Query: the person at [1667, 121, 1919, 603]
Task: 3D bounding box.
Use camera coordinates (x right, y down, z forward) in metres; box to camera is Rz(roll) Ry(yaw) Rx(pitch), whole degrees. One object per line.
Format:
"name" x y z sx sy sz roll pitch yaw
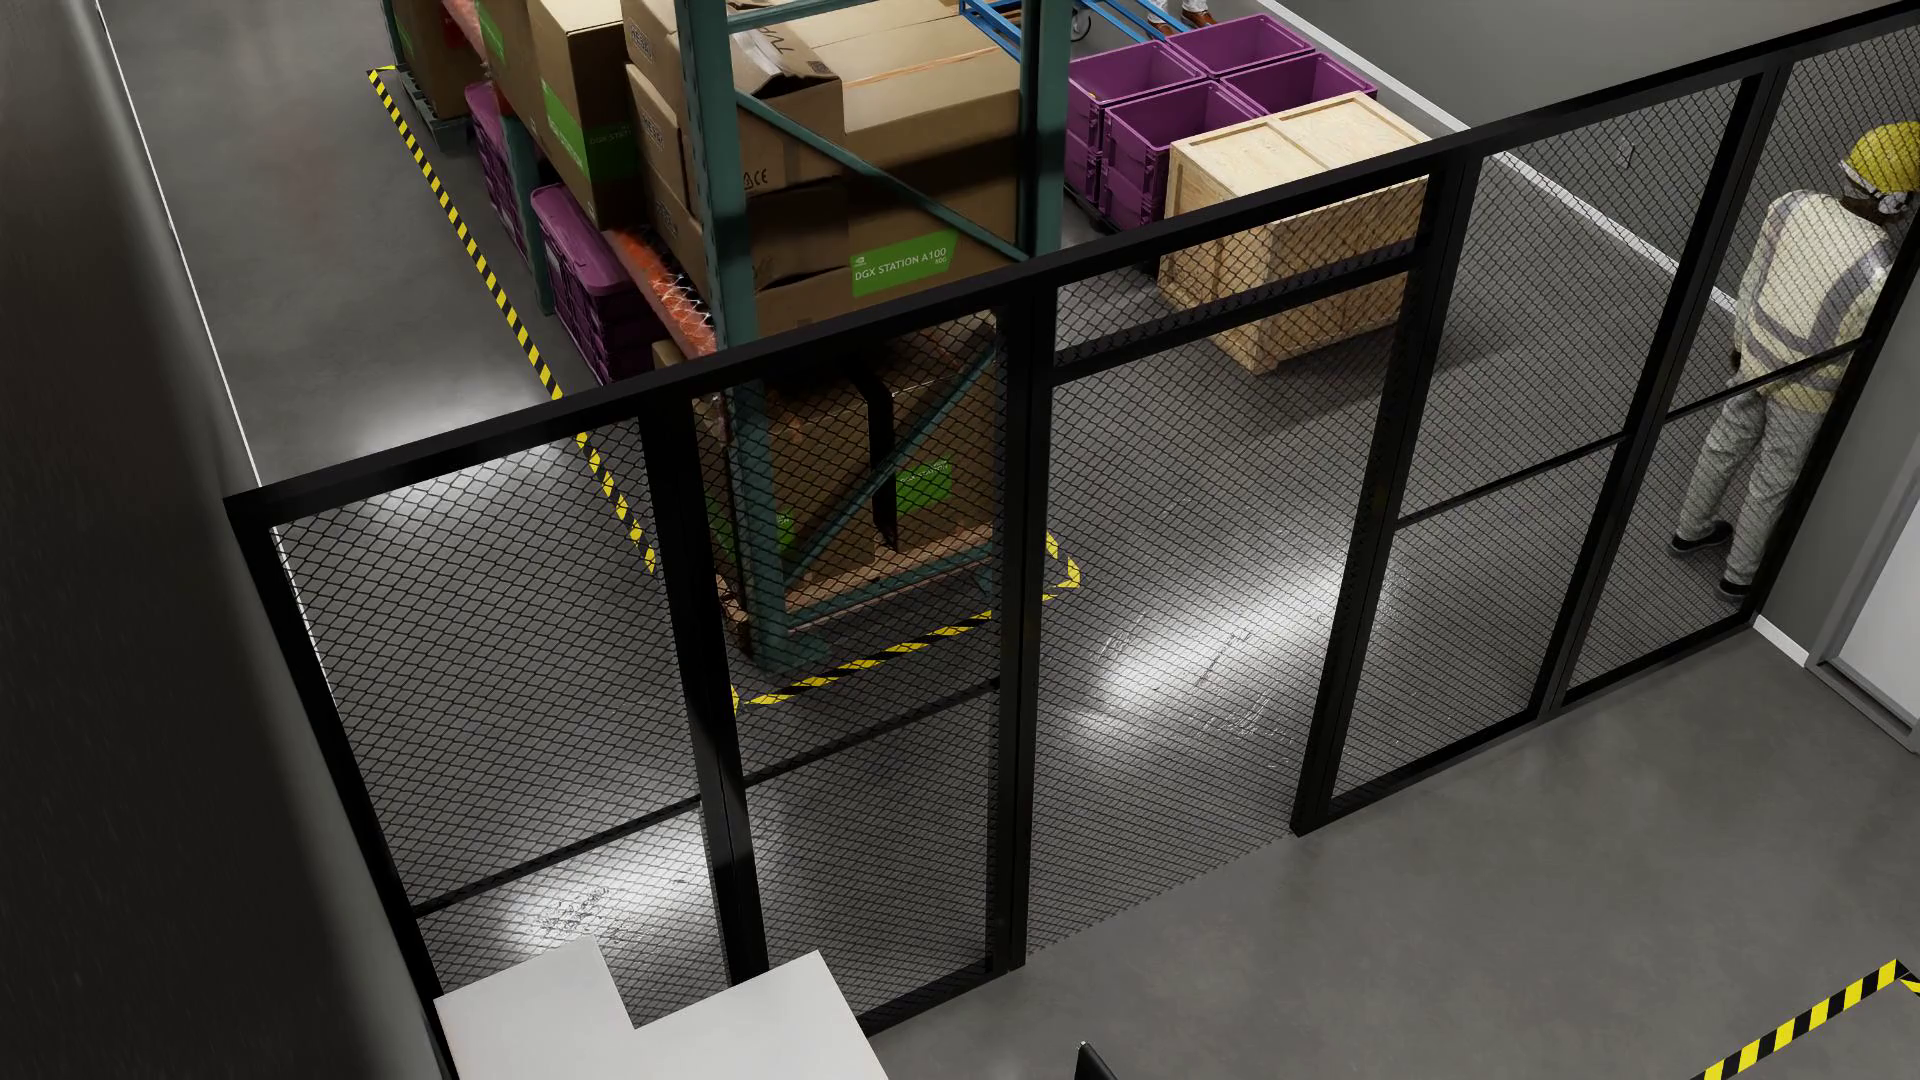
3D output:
"person" 2.857 -0.582 5.658 0.404 1.834 0.591 -13 44 -14

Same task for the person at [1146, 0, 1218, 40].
"person" 1.285 -3.630 8.917 0.627 1.940 0.375 -20 46 -21
